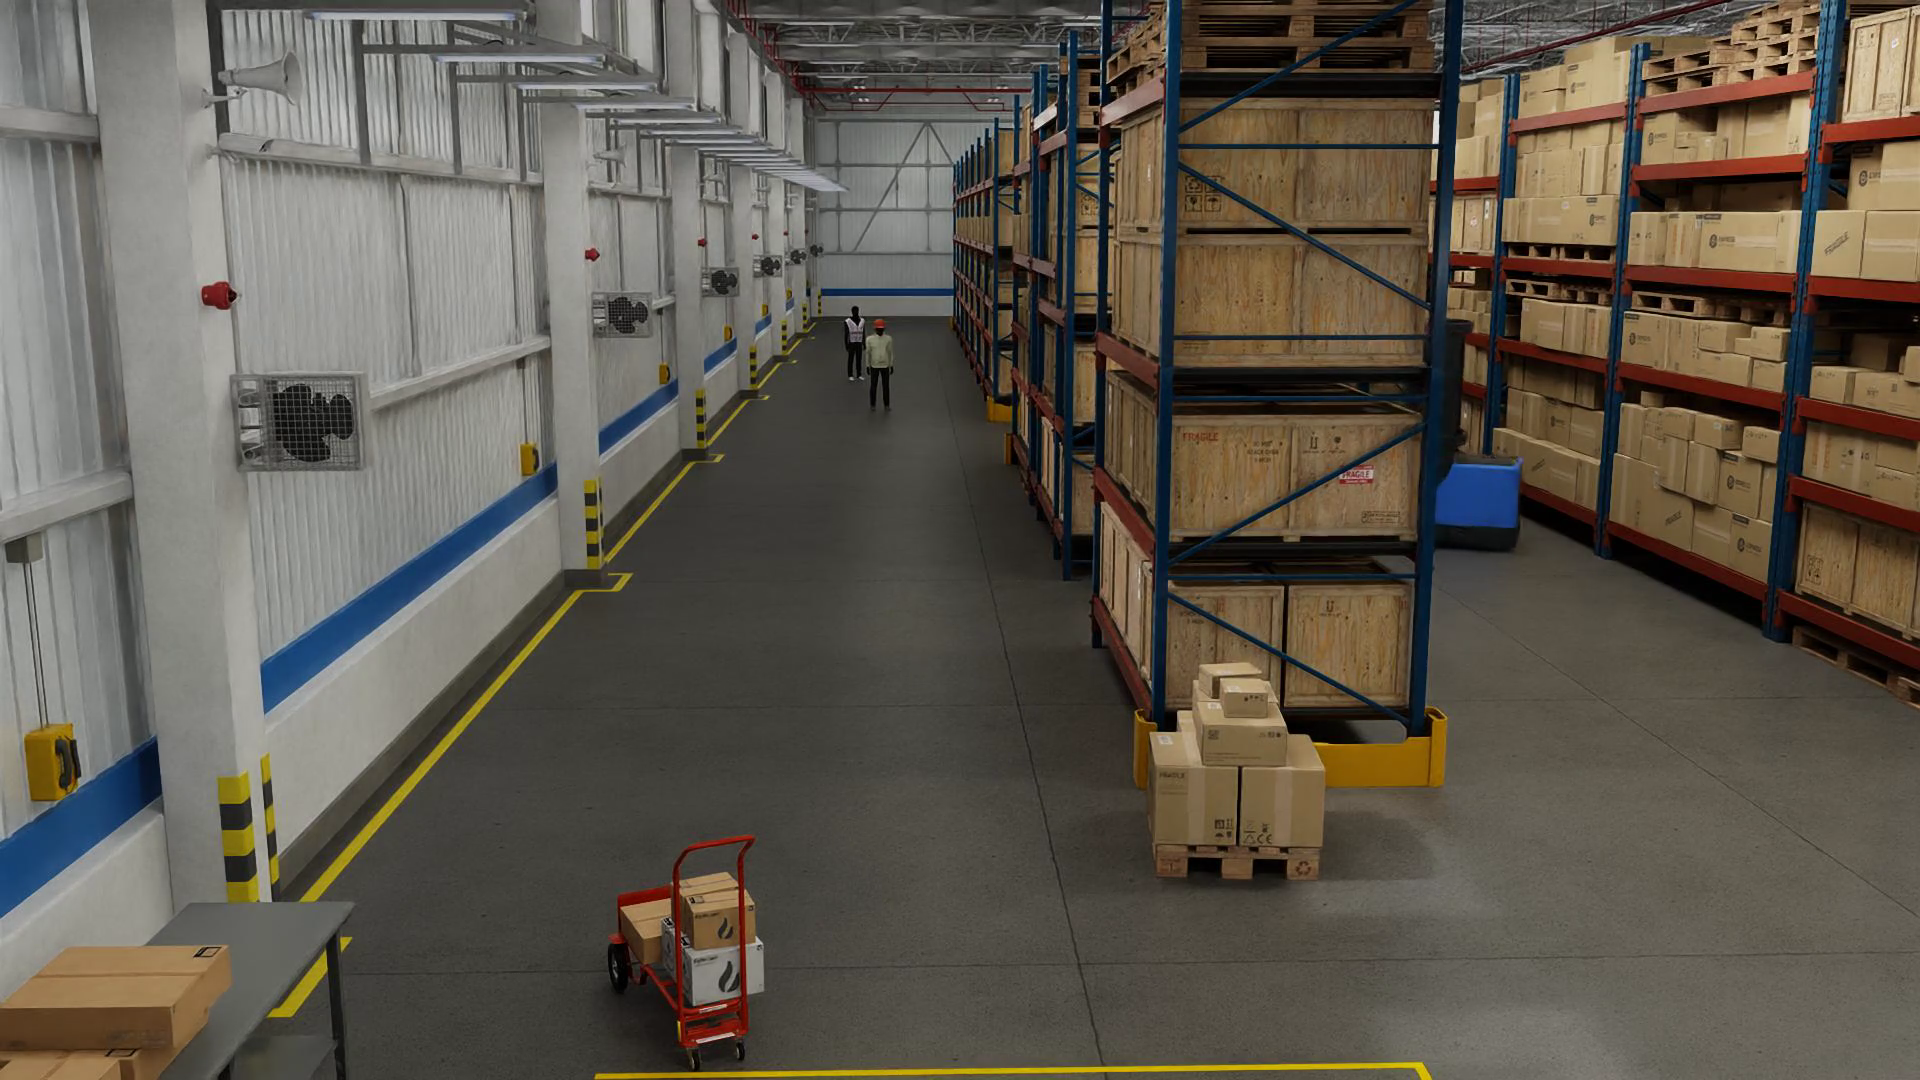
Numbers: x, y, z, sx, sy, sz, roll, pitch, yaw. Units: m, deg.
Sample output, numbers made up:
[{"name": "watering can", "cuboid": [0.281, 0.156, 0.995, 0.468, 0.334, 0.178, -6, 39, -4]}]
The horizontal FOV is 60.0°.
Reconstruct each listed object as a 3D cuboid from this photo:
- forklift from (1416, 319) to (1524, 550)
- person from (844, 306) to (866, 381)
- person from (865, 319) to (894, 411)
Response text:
[{"name": "forklift", "cuboid": [6.149, -1.374, 20.998, 1.873, 2.768, 1.129, 4, 12, 21]}, {"name": "person", "cuboid": [-2.697, -5.032, 42.572, 0.589, 1.911, 0.387, -7, 13, -34]}, {"name": "person", "cuboid": [-1.721, -3.745, 35.676, 0.618, 1.986, 0.409, -2, 11, -12]}]
